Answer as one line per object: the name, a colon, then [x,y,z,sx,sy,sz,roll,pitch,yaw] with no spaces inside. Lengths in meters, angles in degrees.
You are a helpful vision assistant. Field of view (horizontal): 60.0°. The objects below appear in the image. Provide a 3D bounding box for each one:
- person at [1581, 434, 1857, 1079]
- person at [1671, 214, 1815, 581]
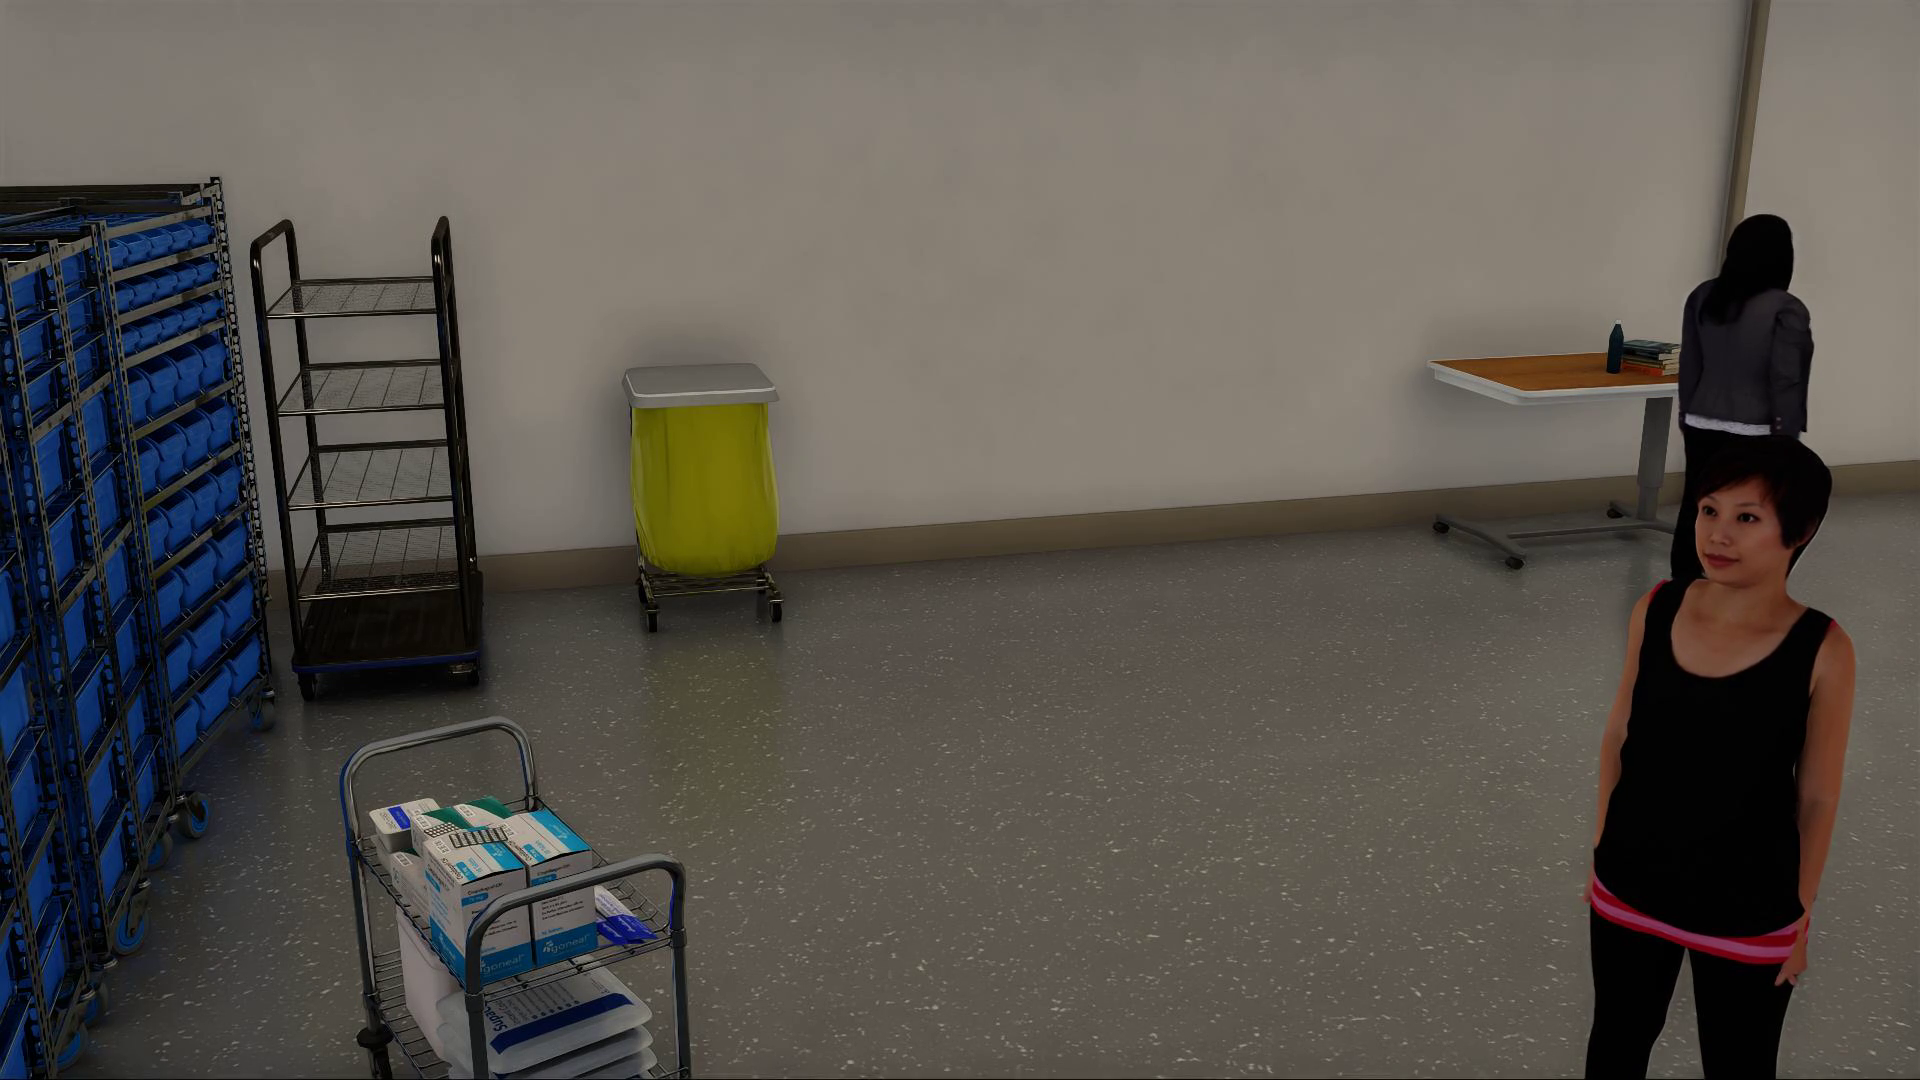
person: [1.289,0.572,2.881,0.636,1.552,0.619,-14,21,-40]
person: [2.997,-0.445,6.412,0.741,1.594,0.741,-9,18,-30]
